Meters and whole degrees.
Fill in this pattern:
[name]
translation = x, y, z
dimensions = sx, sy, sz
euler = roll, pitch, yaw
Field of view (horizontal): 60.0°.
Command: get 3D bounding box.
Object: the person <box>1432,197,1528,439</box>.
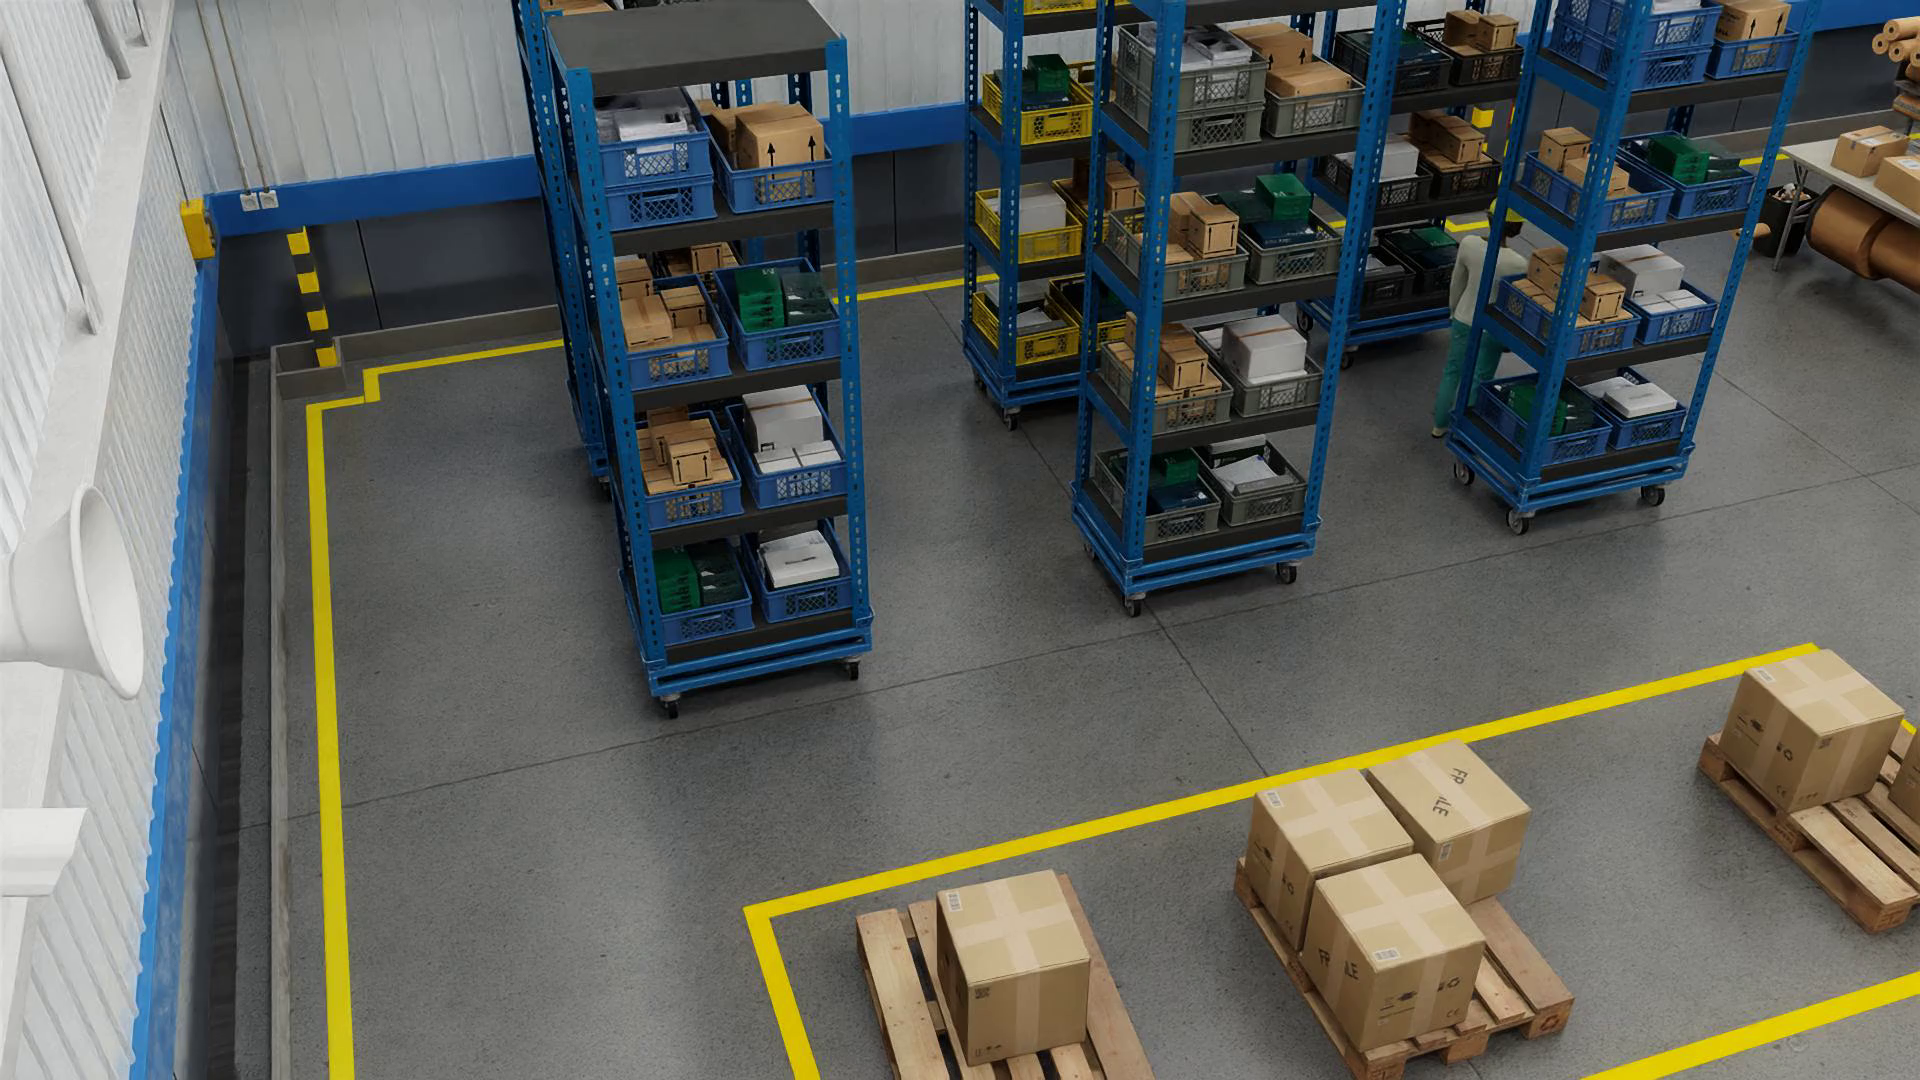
[person]
translation = 3.375, -1.404, 10.748
dimensions = 0.326, 1.765, 0.525
euler = -23, 41, -29
